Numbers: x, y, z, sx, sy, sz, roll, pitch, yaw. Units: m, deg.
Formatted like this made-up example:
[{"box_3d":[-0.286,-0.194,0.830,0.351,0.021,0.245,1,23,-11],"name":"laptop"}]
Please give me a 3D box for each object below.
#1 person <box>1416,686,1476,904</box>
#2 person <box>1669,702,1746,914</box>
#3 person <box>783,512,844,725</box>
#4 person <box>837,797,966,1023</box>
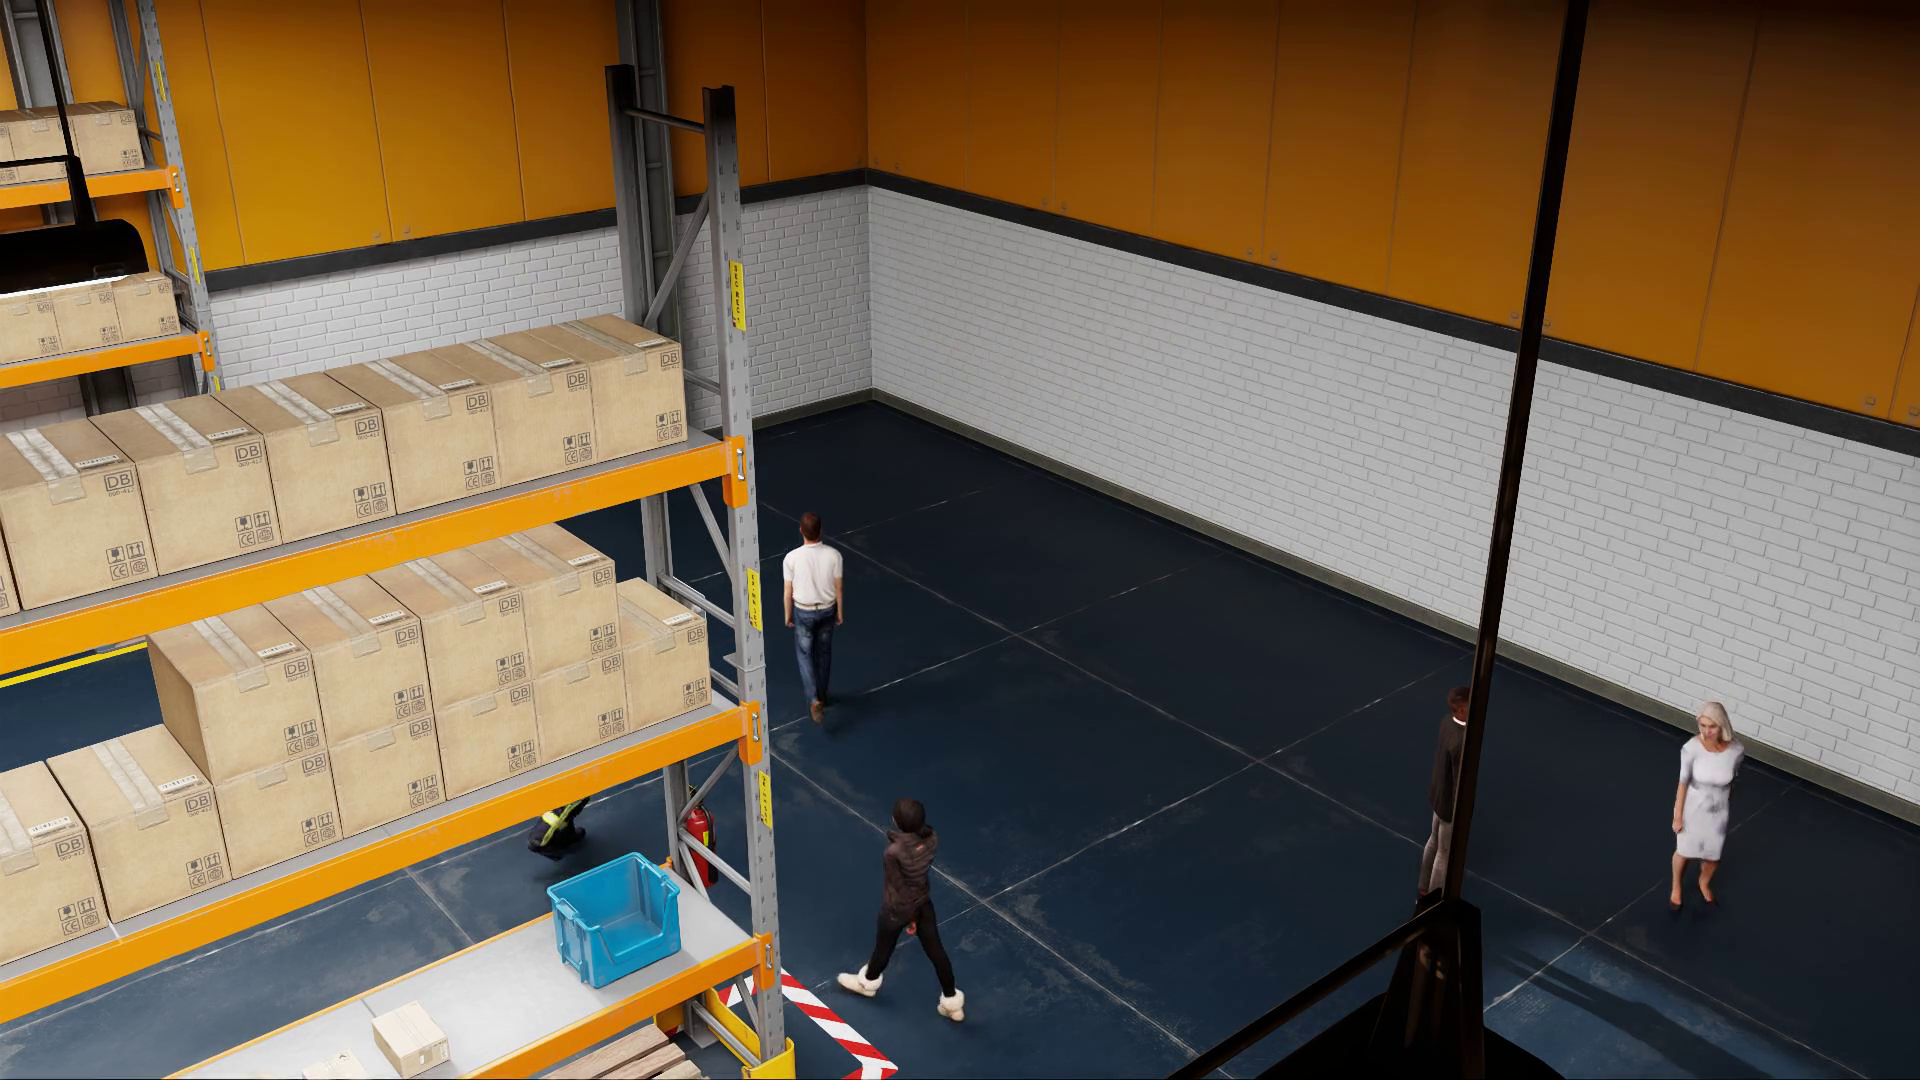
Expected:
[{"box_3d":[3.372,1.814,11.438,0.790,1.799,0.736,1,24,3],"name":"person"},{"box_3d":[5.129,1.838,11.489,0.761,1.714,0.825,-4,24,-10],"name":"person"},{"box_3d":[-1.218,0.671,14.007,1.117,1.836,1.041,-5,24,-10],"name":"person"},{"box_3d":[-0.413,2.272,10.573,0.683,1.652,1.040,7,25,16],"name":"person"}]
